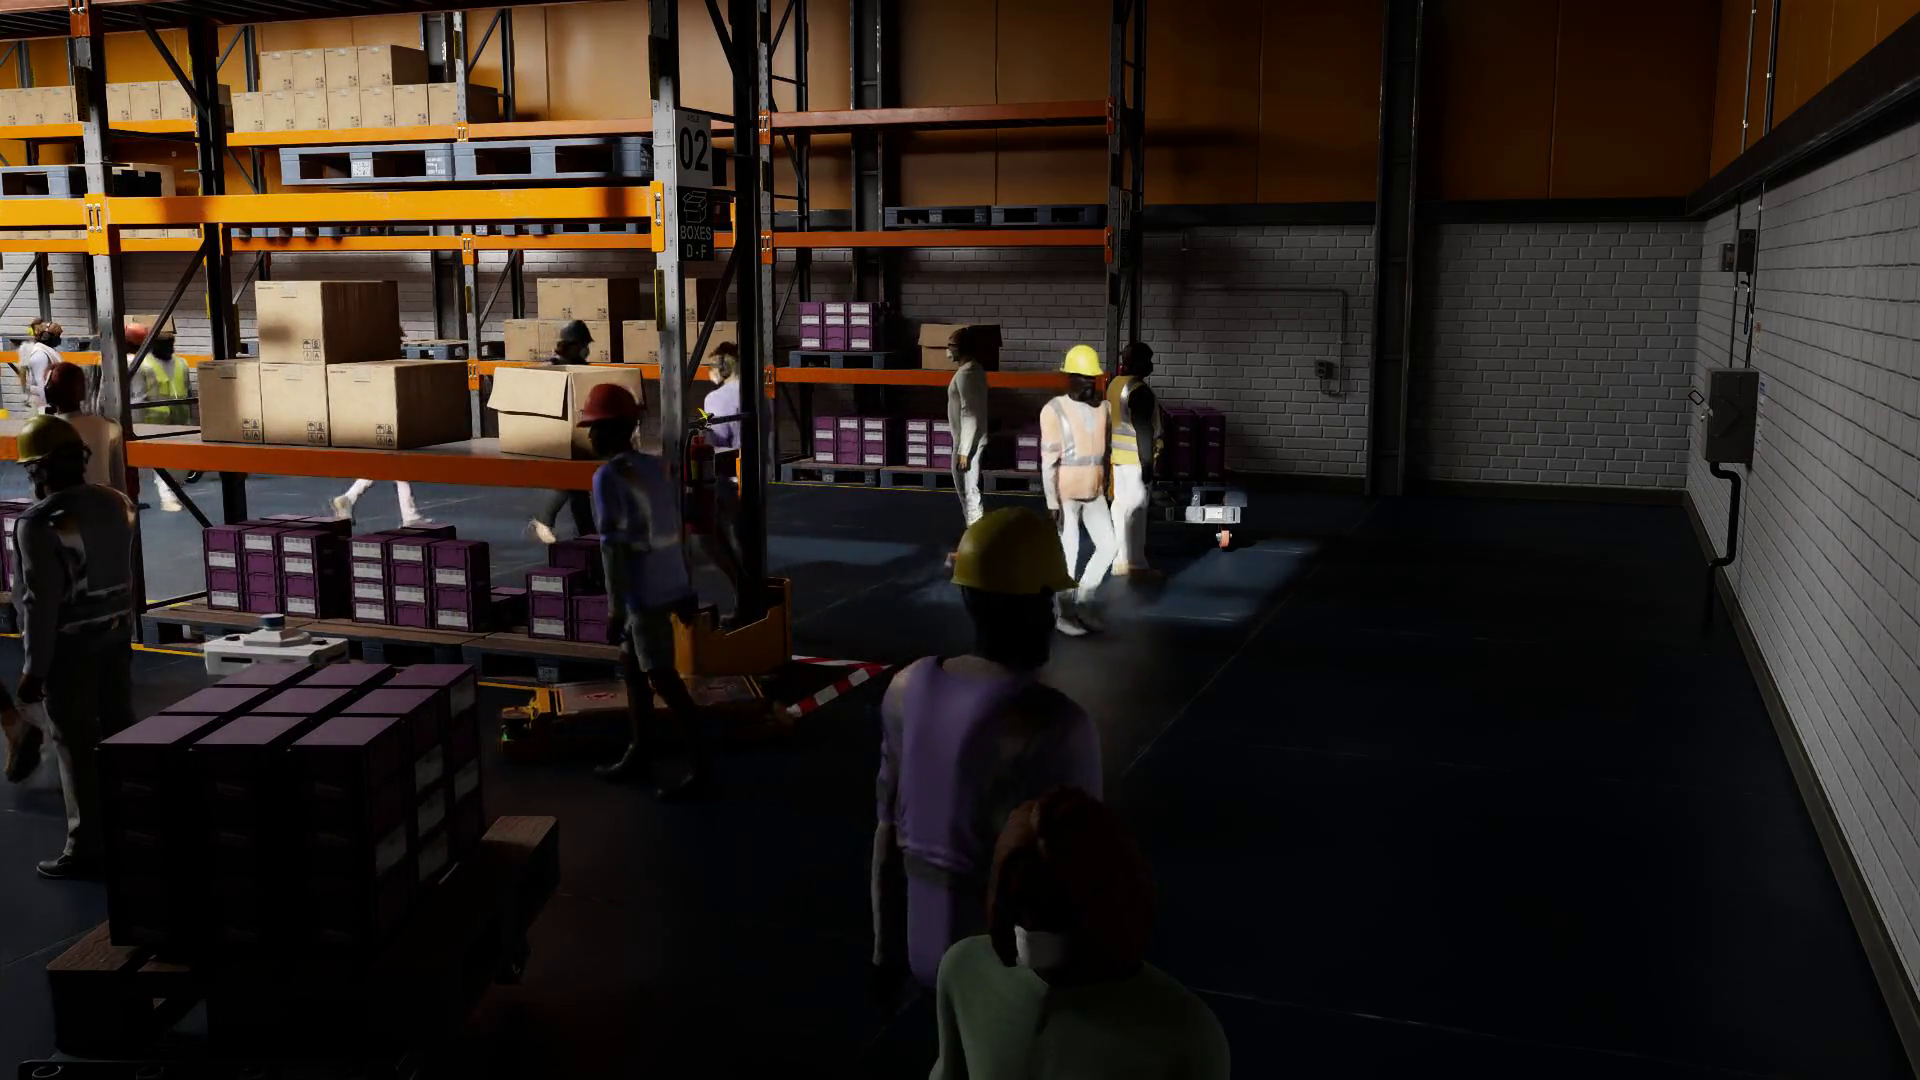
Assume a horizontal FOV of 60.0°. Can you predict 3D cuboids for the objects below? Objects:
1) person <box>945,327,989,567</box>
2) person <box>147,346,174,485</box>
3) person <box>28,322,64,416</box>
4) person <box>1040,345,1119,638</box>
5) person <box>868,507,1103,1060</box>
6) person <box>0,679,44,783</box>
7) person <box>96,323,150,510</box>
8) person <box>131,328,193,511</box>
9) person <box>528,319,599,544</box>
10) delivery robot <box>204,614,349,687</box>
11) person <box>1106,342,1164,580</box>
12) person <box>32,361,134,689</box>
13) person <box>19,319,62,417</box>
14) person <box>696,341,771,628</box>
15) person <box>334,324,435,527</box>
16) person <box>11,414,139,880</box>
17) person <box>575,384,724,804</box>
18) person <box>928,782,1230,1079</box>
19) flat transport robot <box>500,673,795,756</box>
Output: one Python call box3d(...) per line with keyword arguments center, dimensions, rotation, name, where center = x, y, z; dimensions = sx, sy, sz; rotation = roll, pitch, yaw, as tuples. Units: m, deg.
box3d(center=(0.053, -0.745, 13.457), dimensions=(0.355, 1.938, 0.636), rotation=(1, 9, 5), name="person")
box3d(center=(-8.940, -1.400, 18.574), dimensions=(0.426, 1.614, 0.545), rotation=(3, 9, 17), name="person")
box3d(center=(-10.221, -1.537, 18.753), dimensions=(0.429, 1.838, 0.622), rotation=(-3, 10, -20), name="person")
box3d(center=(0.782, -0.307, 10.793), dimensions=(0.607, 1.906, 0.437), rotation=(-6, 11, -35), name="person")
box3d(center=(0.106, 0.861, 3.587), dimensions=(1.015, 1.867, 0.603), rotation=(-7, 12, -38), name="person")
box3d(center=(-4.653, 0.161, 7.546), dimensions=(0.867, 2.017, 0.604), rotation=(4, 10, 24), name="person")
box3d(center=(-8.357, -1.227, 16.646), dimensions=(0.652, 1.886, 0.498), rotation=(3, 10, 20), name="person")
box3d(center=(-7.940, -1.198, 16.642), dimensions=(0.429, 1.828, 0.640), rotation=(6, 11, 35), name="person")
box3d(center=(-3.394, -0.929, 14.290), dimensions=(0.982, 2.000, 0.691), rotation=(4, 10, 24), name="person")
box3d(center=(-3.627, 0.635, 8.828), dimensions=(0.707, 0.478, 0.477), rotation=(2, 9, 12), name="delivery robot")
box3d(center=(1.364, -0.612, 12.926), dimensions=(0.429, 1.845, 0.621), rotation=(-3, 9, -17), name="person")
box3d(center=(-4.899, -0.051, 9.268), dimensions=(0.337, 1.883, 0.583), rotation=(4, 10, 23), name="person")
box3d(center=(-11.226, -1.788, 20.380), dimensions=(0.538, 1.824, 0.981), rotation=(-8, 12, -41), name="person")
box3d(center=(-1.494, -0.345, 10.995), dimensions=(0.452, 1.921, 0.654), rotation=(5, 10, 28), name="person")
box3d(center=(-5.309, -1.052, 15.278), dimensions=(0.797, 1.976, 0.620), rotation=(-8, 12, -41), name="person")
box3d(center=(-3.470, 0.417, 6.526), dimensions=(0.403, 1.822, 0.587), rotation=(2, 9, 10), name="person")
box3d(center=(-1.381, 0.240, 7.522), dimensions=(0.732, 1.879, 0.550), rotation=(2, 9, 12), name="person")
box3d(center=(0.151, 1.154, 2.490), dimensions=(0.498, 1.633, 0.282), rotation=(6, 11, 31), name="person")
box3d(center=(-1.604, 0.875, 8.503), dimensions=(1.431, 0.197, 0.652), rotation=(-2, 9, -15), name="flat transport robot")
